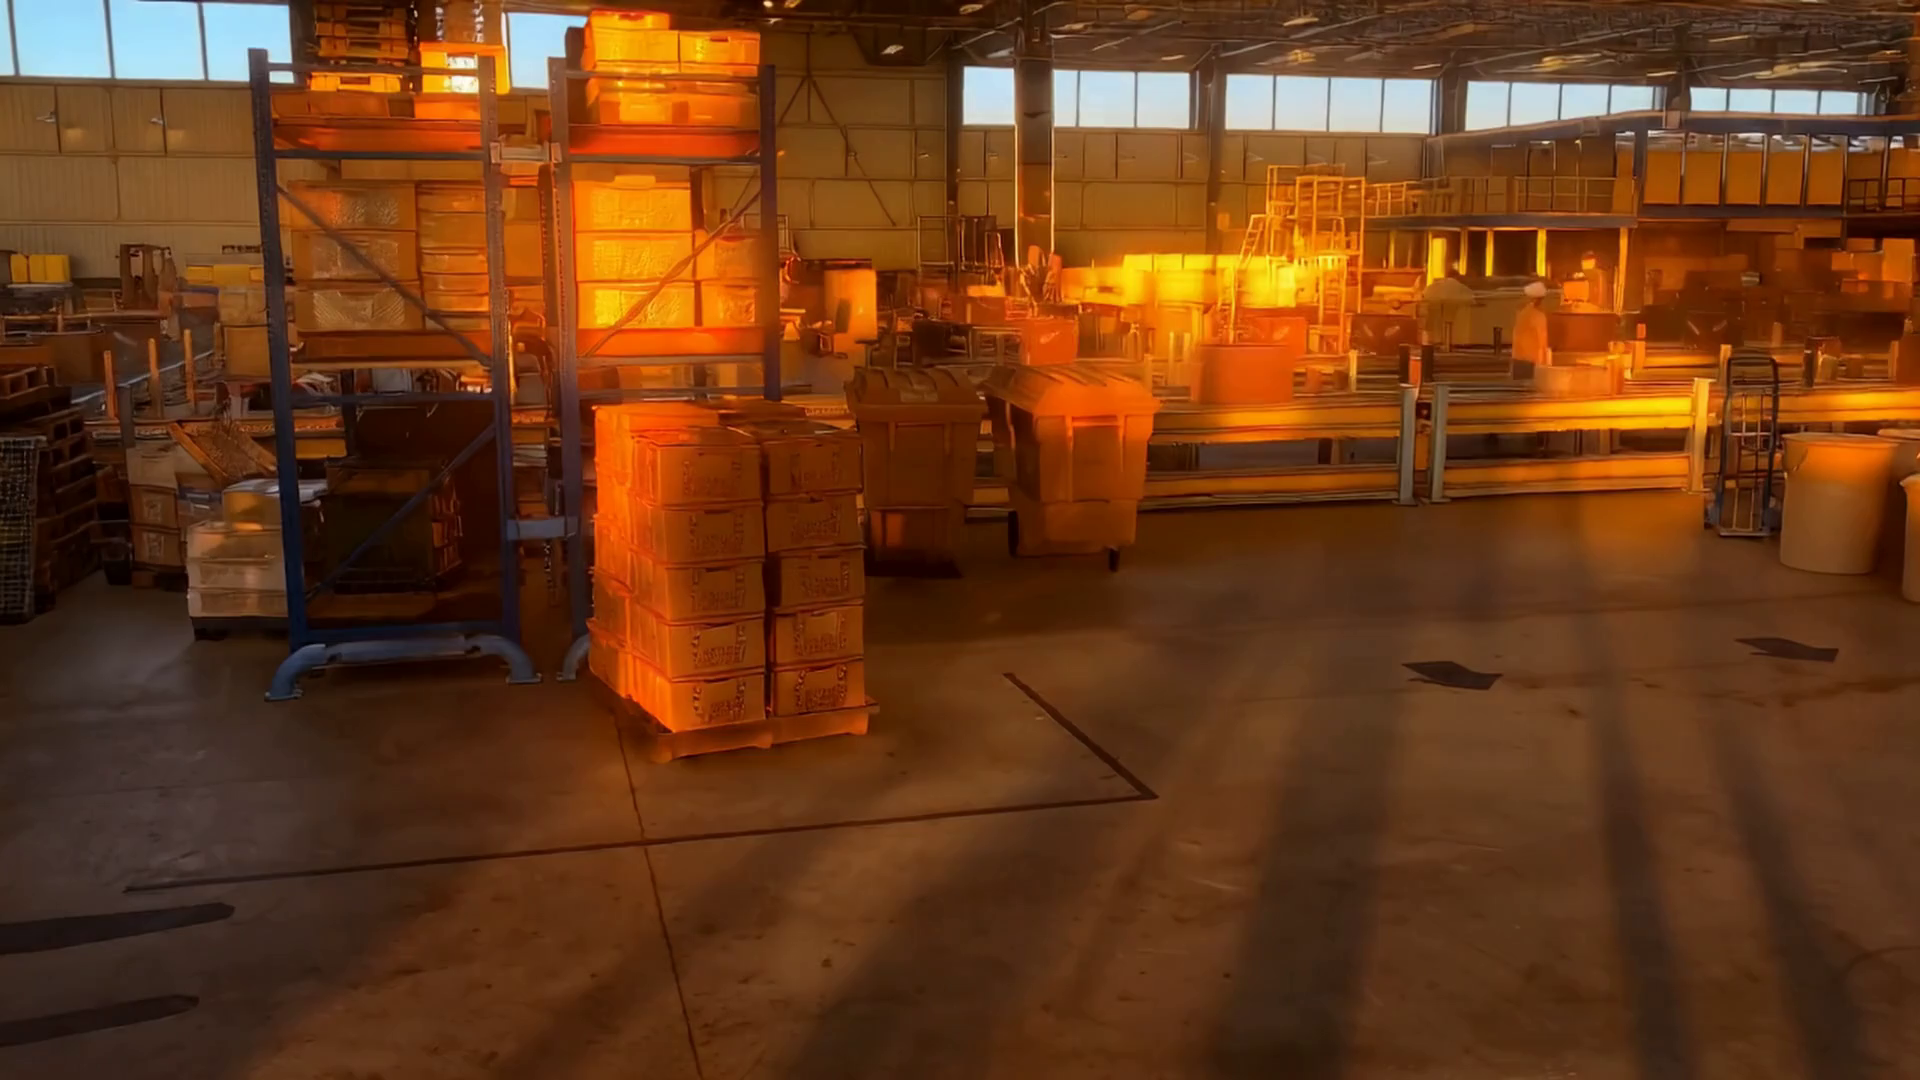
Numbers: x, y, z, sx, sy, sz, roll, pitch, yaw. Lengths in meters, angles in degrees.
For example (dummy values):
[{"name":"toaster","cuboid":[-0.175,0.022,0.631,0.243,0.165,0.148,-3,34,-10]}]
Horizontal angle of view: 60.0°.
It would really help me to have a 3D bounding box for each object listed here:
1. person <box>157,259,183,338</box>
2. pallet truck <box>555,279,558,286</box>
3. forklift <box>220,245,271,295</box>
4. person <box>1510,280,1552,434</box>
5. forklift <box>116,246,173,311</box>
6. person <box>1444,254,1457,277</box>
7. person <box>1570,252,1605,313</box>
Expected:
[{"name":"person","cuboid":[-17.087,-5.145,35.973,0.637,1.870,0.940,7,12,35]},{"name":"pallet truck","cuboid":[-10.604,-6.375,44.520,0.653,1.274,1.630,-3,10,-15]},{"name":"forklift","cuboid":[-17.749,-6.334,41.440,1.157,1.987,2.680,-3,10,-17]},{"name":"person","cuboid":[6.334,-1.993,18.424,0.418,1.749,0.536,-2,10,-9]},{"name":"forklift","cuboid":[-19.966,-6.232,40.894,1.157,1.987,2.680,-3,10,-15]},{"name":"person","cuboid":[15.895,-8.323,53.911,0.574,1.881,0.358,-8,13,-37]},{"name":"person","cuboid":[12.589,-4.779,33.503,0.628,1.993,0.985,-2,10,-9]}]
